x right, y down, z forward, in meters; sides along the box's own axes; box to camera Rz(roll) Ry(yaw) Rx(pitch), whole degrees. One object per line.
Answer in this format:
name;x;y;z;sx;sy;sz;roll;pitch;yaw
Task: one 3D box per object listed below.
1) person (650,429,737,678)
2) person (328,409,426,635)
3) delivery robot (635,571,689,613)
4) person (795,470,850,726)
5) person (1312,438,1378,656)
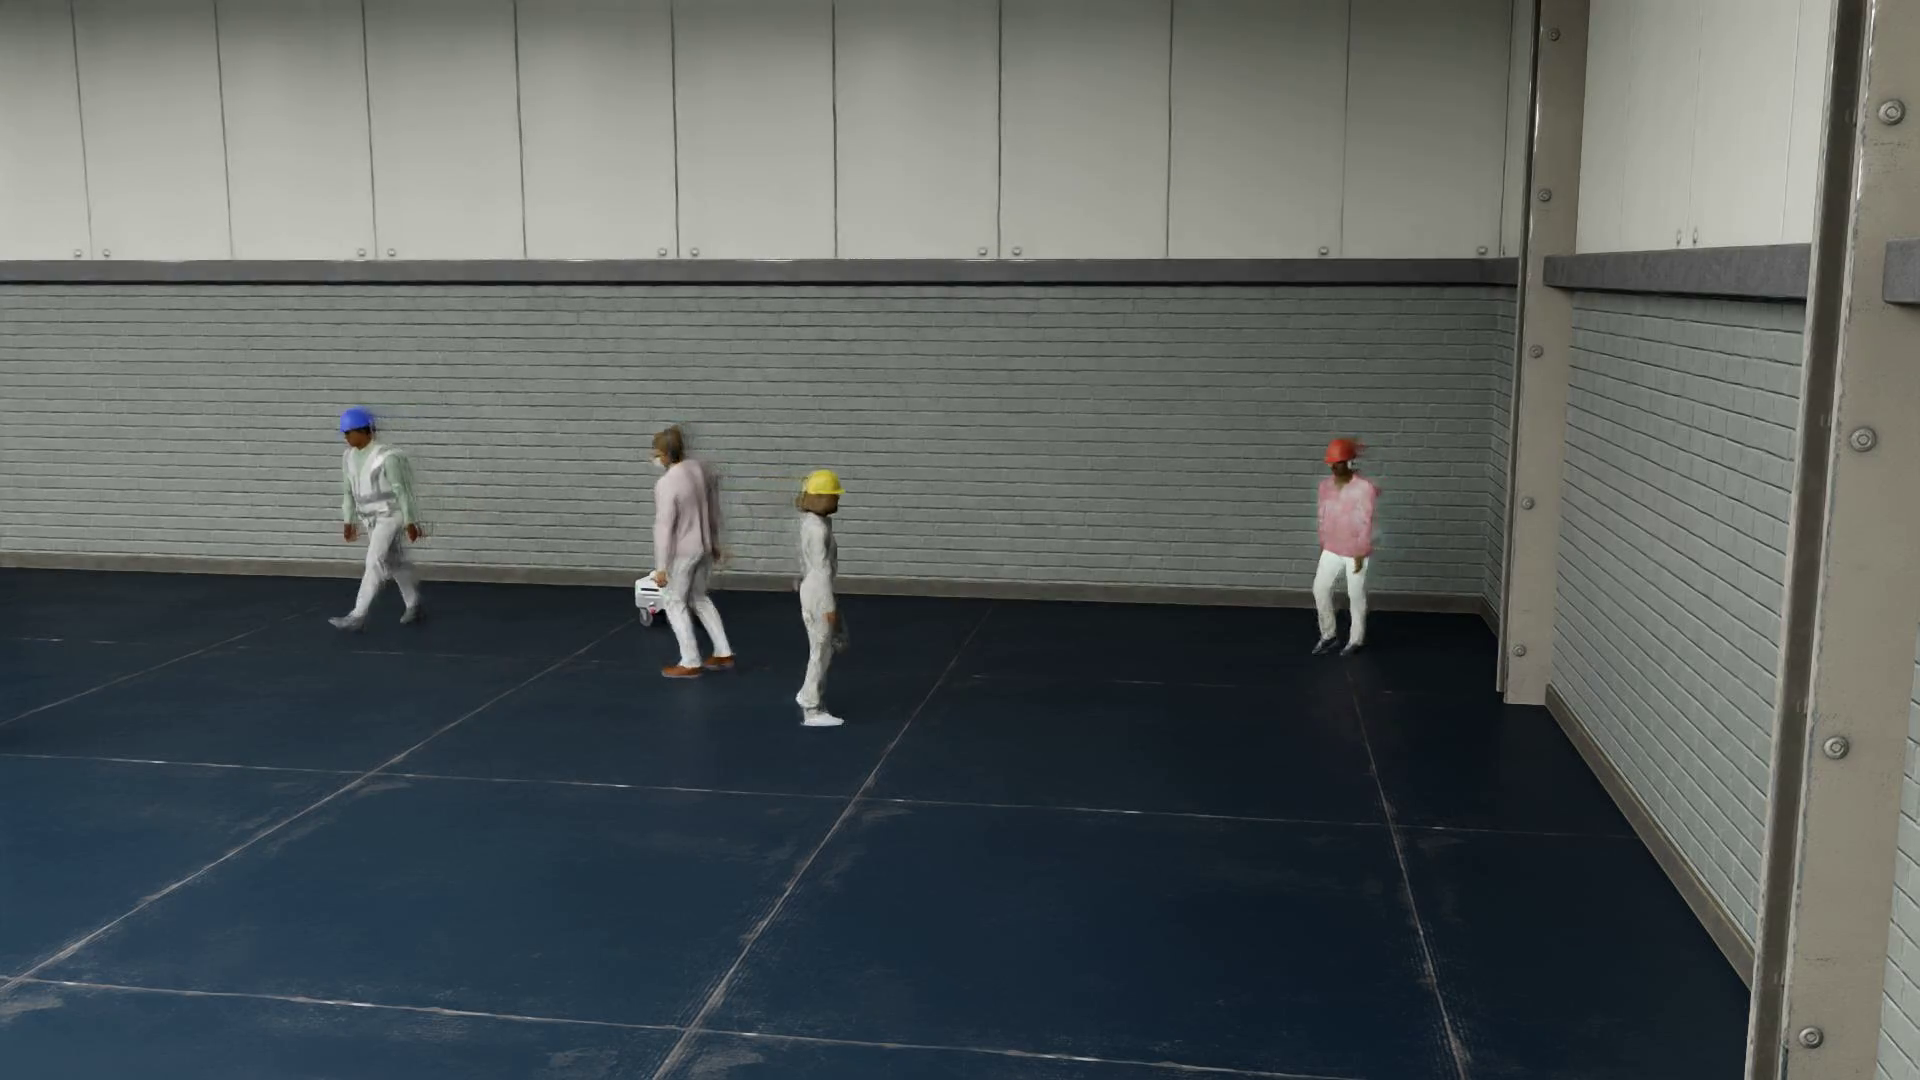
person;-2.004;0.115;12.272;0.416;1.887;0.725;4;10;21
person;-4.908;-0.164;13.983;0.638;1.878;1.049;6;11;34
delivery robot;-2.509;0.395;14.344;0.477;0.478;0.707;3;10;17
person;-0.894;0.390;11.046;0.381;1.727;0.503;-1;9;-9
person;2.995;0.063;13.046;0.529;1.729;0.580;-9;13;-43
